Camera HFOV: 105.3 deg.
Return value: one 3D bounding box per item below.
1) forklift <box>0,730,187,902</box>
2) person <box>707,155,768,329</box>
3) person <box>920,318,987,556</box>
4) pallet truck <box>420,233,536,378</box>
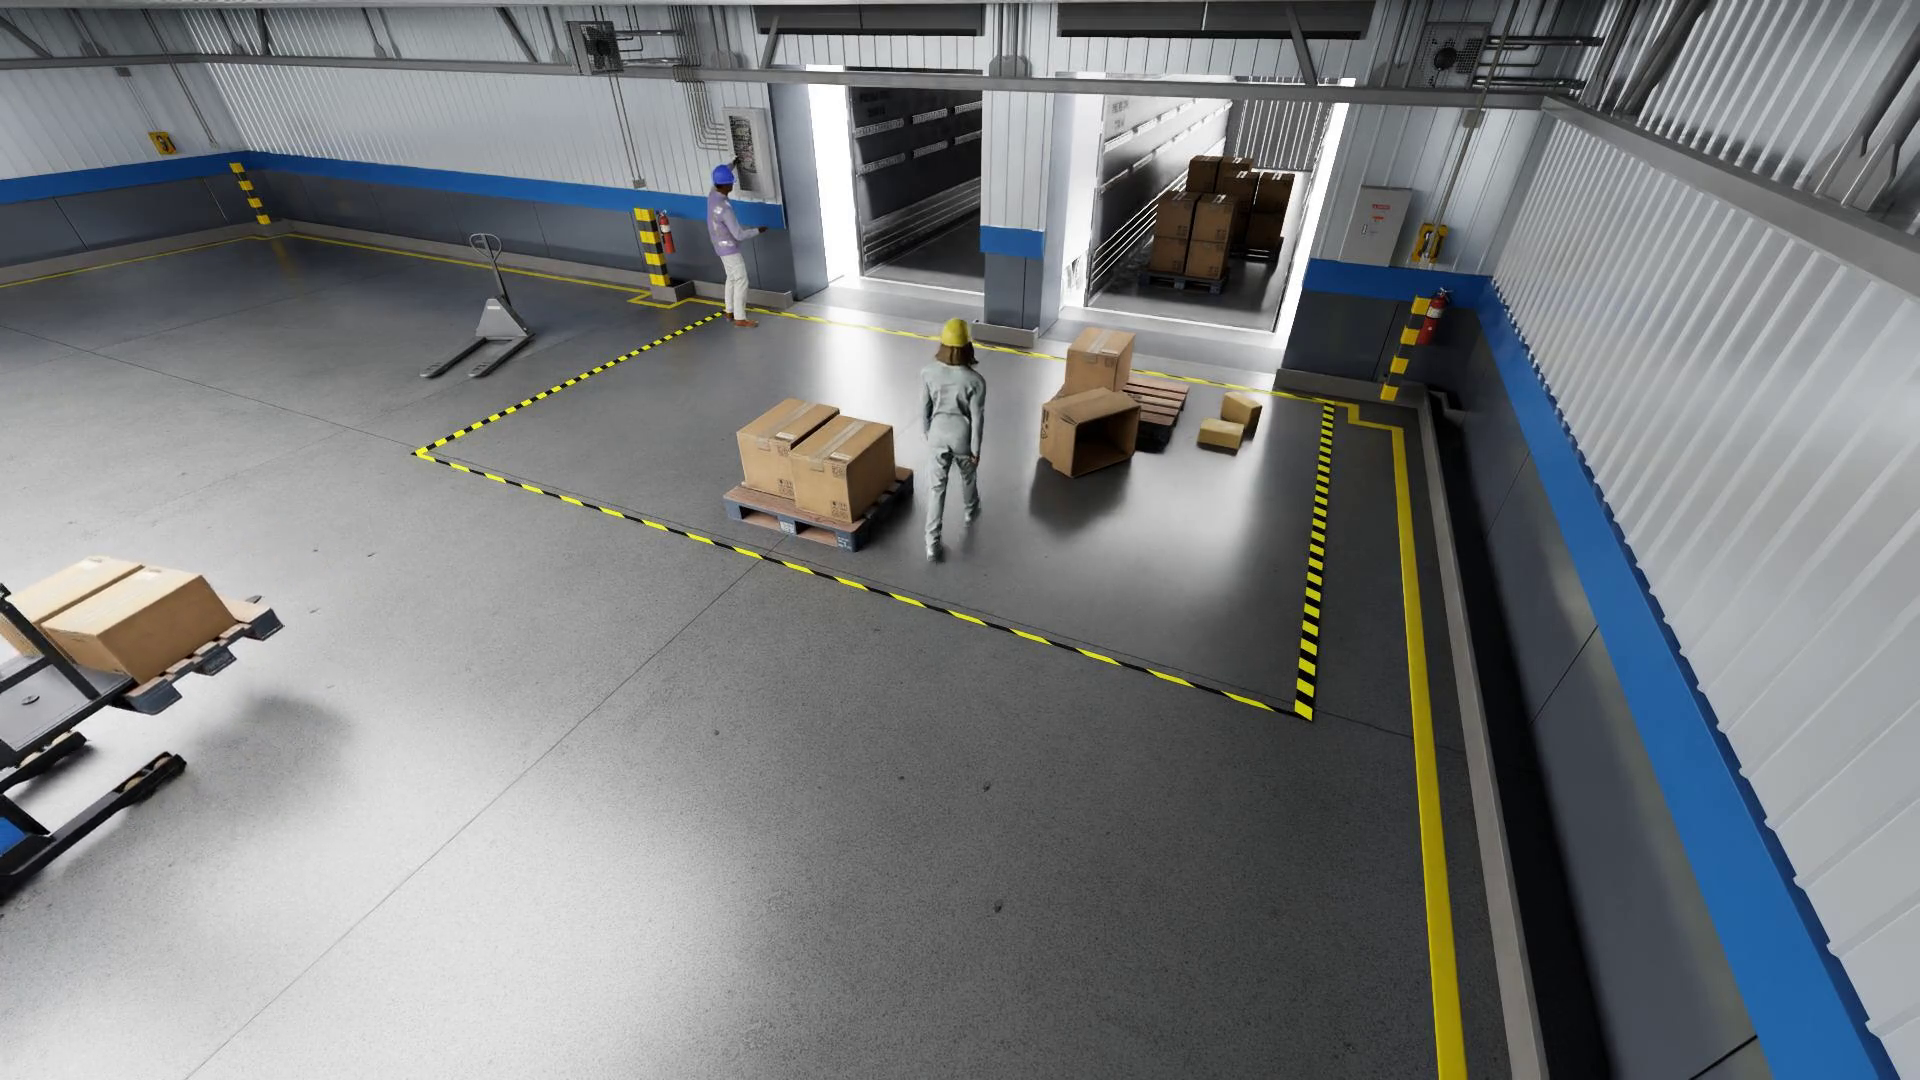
[{"bbox_3d":[-4.704,0.840,2.751,0.716,2.013,0.776,7,36,10],"label":"forklift"},{"bbox_3d":[-2.838,-3.764,9.333,0.690,1.906,1.059,-17,39,-23],"label":"person"},{"bbox_3d":[-0.054,-0.738,5.256,0.500,1.694,0.898,9,37,13],"label":"person"},{"bbox_3d":[-5.664,-2.712,8.427,0.680,1.201,1.601,0,35,-1],"label":"pallet truck"}]
